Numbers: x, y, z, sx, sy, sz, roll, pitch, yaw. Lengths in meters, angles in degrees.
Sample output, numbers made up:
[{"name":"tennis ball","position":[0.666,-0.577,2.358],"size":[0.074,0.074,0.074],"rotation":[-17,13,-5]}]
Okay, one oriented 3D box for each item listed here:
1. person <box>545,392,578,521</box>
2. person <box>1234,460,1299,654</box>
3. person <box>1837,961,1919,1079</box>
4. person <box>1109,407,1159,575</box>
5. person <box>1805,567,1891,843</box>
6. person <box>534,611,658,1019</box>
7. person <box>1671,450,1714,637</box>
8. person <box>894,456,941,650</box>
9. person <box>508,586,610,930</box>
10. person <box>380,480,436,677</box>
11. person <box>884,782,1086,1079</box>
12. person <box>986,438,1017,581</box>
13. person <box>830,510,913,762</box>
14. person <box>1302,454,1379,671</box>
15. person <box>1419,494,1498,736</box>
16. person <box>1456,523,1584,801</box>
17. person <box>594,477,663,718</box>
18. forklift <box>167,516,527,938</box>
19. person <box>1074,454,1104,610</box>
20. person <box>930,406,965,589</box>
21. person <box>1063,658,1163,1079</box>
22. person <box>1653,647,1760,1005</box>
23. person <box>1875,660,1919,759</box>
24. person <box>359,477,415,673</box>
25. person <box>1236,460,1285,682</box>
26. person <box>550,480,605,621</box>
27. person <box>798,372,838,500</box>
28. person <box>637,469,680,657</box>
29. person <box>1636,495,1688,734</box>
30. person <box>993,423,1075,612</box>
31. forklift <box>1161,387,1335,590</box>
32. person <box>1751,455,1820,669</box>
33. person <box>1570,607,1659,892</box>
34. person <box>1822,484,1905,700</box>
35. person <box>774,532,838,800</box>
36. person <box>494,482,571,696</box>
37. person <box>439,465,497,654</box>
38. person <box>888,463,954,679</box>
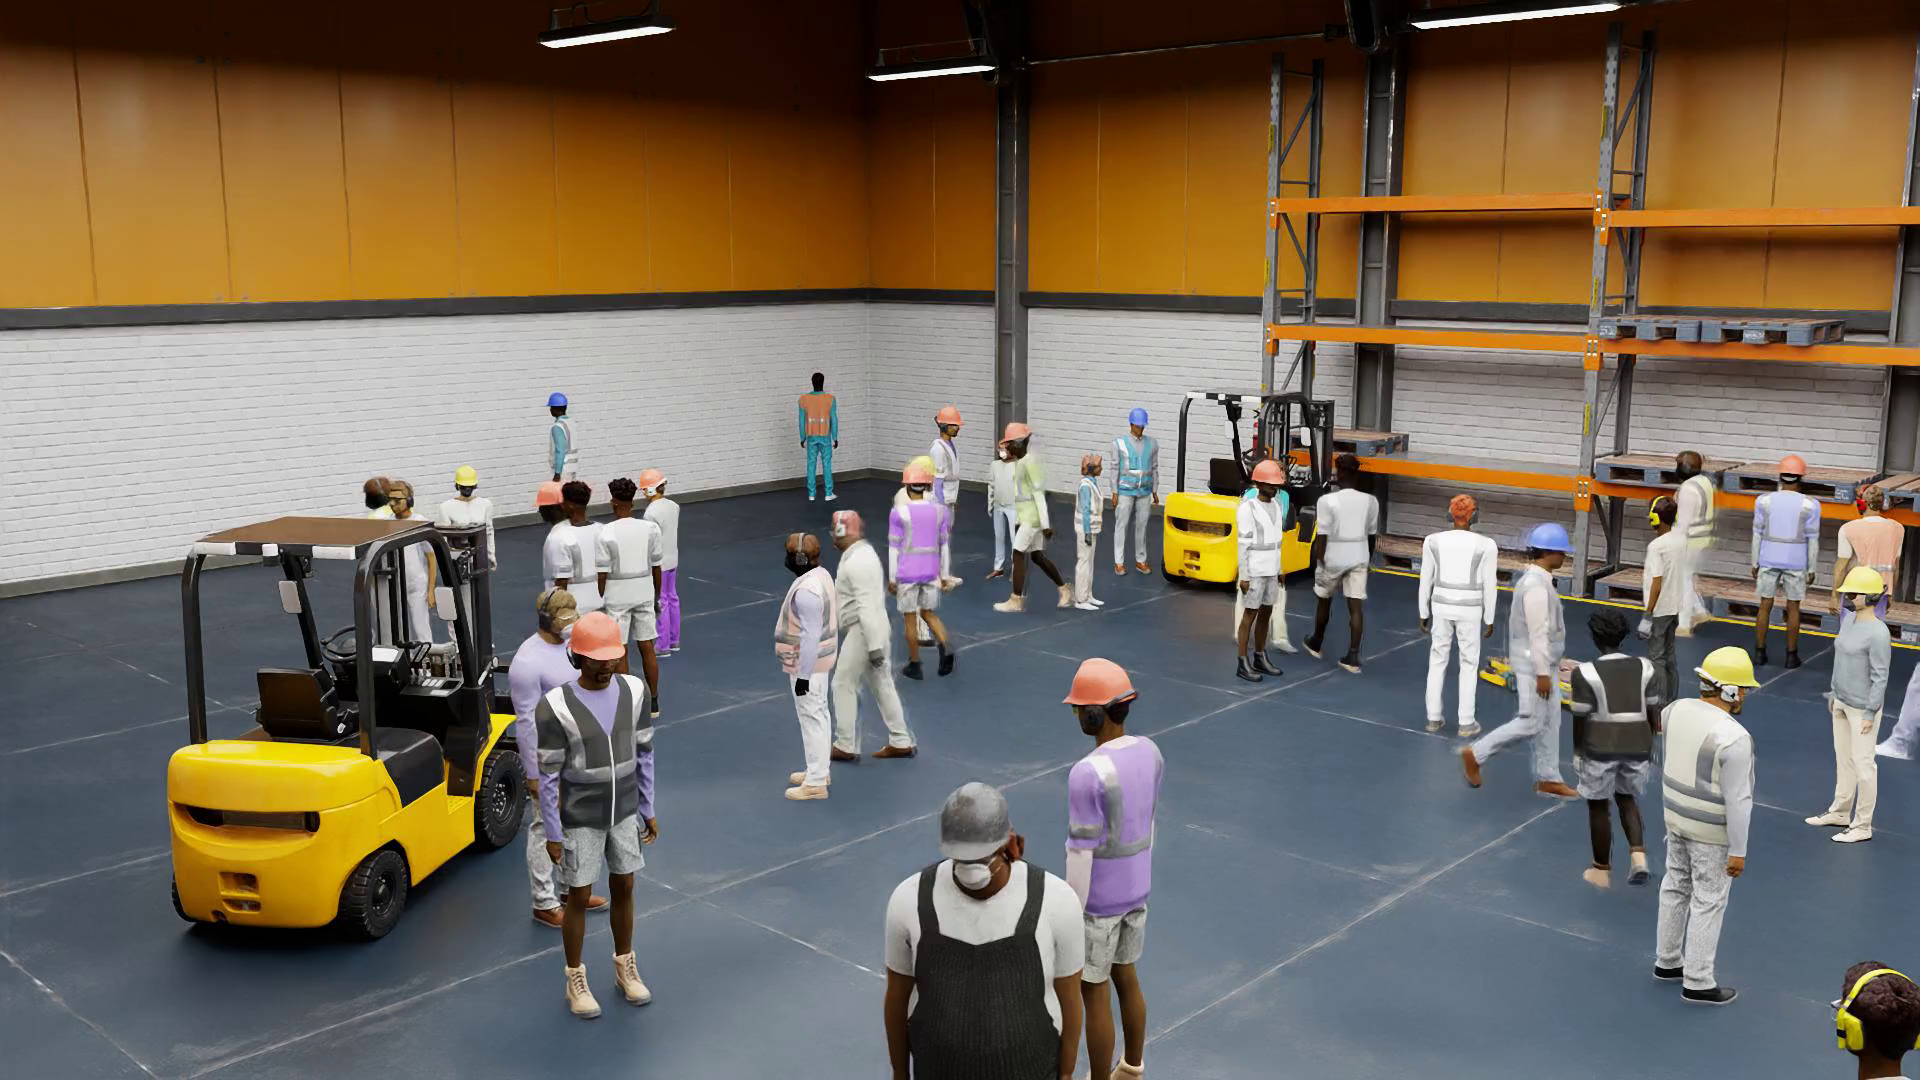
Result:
[{"name":"person","position":[-5.055,-0.906,21.169],"size":[0.404,1.945,0.615],"rotation":[1,10,4]},{"name":"person","position":[2.860,0.170,15.439],"size":[0.607,1.799,0.872],"rotation":[-5,11,-25]},{"name":"person","position":[2.444,2.060,4.542],"size":[0.510,1.861,0.324],"rotation":[-2,10,-11]},{"name":"person","position":[2.020,-0.568,19.246],"size":[0.602,1.947,0.391],"rotation":[-3,10,-17]},{"name":"person","position":[5.691,1.042,10.594],"size":[0.313,1.769,0.523],"rotation":[0,10,2]},{"name":"person","position":[-1.758,1.340,8.156],"size":[0.601,2.035,0.417],"rotation":[-8,13,-38]},{"name":"person","position":[7.039,0.041,16.122],"size":[0.436,1.824,0.640],"rotation":[7,12,34]},{"name":"person","position":[-0.337,0.118,15.710],"size":[0.471,1.819,0.634],"rotation":[-7,12,-35]},{"name":"person","position":[-2.241,1.198,9.253],"size":[0.382,1.930,0.636],"rotation":[3,11,19]},{"name":"person","position":[-4.637,0.414,13.943],"size":[0.506,1.847,0.349],"rotation":[2,10,10]},{"name":"person","position":[0.071,1.775,5.638],"size":[0.688,2.000,0.537],"rotation":[1,10,8]},{"name":"person","position":[0.529,-0.355,18.923],"size":[0.499,1.633,0.286],"rotation":[6,12,33]},{"name":"person","position":[-0.737,0.711,12.215],"size":[0.836,1.863,0.666],"rotation":[1,10,7]},{"name":"person","position":[3.440,0.171,15.095],"size":[0.626,1.919,0.975],"rotation":[-2,10,-10]},{"name":"person","position":[3.857,0.581,12.924],"size":[0.578,1.876,0.355],"rotation":[6,12,30]},{"name":"person","position":[3.864,0.831,11.326],"size":[0.774,1.928,0.617],"rotation":[4,11,24]},{"name":"person","position":[-2.648,0.476,13.243],"size":[0.610,1.964,0.365],"rotation":[-8,12,-37]},{"name":"forklift","position":[-3.583,0.976,9.748],"size":[1.214,2.155,2.313],"rotation":[2,10,11]},{"name":"person","position":[1.346,-0.088,17.417],"size":[0.313,1.632,0.518],"rotation":[2,10,13]},{"name":"person","position":[-0.141,-0.467,18.444],"size":[0.402,2.036,0.601],"rotation":[2,10,12]},{"name":"person","position":[0.618,1.510,7.186],"size":[0.410,2.032,0.611],"rotation":[8,12,37]},{"name":"person","position":[3.731,1.420,8.305],"size":[0.403,1.817,0.601],"rotation":[-2,10,-13]},{"name":"person","position":[7.222,0.731,12.060],"size":[0.598,1.880,0.960],"rotation":[-8,13,-38]},{"name":"person","position":[-5.032,0.341,14.552],"size":[0.682,1.796,0.658],"rotation":[3,10,15]},{"name":"person","position":[2.656,0.263,14.540],"size":[0.552,1.935,0.365],"rotation":[-9,13,-41]},{"name":"person","position":[-2.984,0.501,13.103],"size":[0.367,1.967,0.607],"rotation":[6,12,31]},{"name":"person","position":[-2.115,-1.544,24.882],"size":[0.587,1.920,0.390],"rotation":[1,10,7]},{"name":"person","position":[-2.800,0.209,15.396],"size":[0.337,1.743,0.563],"rotation":[3,10,15]},{"name":"person","position":[5.441,0.584,12.947],"size":[0.513,1.857,0.331],"rotation":[-9,13,-41]},{"name":"person","position":[0.815,-0.228,17.231],"size":[0.866,1.991,0.616],"rotation":[0,10,-1]},{"name":"forklift","position":[3.298,-0.608,18.767],"size":[1.214,2.155,2.313],"rotation":[9,13,42]},{"name":"person","position":[7.405,0.195,14.963],"size":[0.544,1.928,0.370],"rotation":[7,12,35]},{"name":"person","position":[3.821,1.233,9.740],"size":[0.543,1.672,0.432],"rotation":[-1,10,-5]},{"name":"person","position":[7.474,0.459,13.716],"size":[0.562,1.838,0.387],"rotation":[-1,10,-8]},{"name":"person","position":[-1.056,0.857,11.430],"size":[0.429,1.841,0.634],"rotation":[0,10,2]},{"name":"person","position":[-3.330,0.473,13.460],"size":[0.965,1.890,0.556],"rotation":[1,10,6]},{"name":"person","position":[-4.581,0.176,15.528],"size":[0.532,1.765,0.328],"rotation":[-8,13,-37]},{"name":"person","position":[-0.338,0.297,14.432],"size":[0.543,1.918,0.576],"rotation":[-6,11,-29]}]
